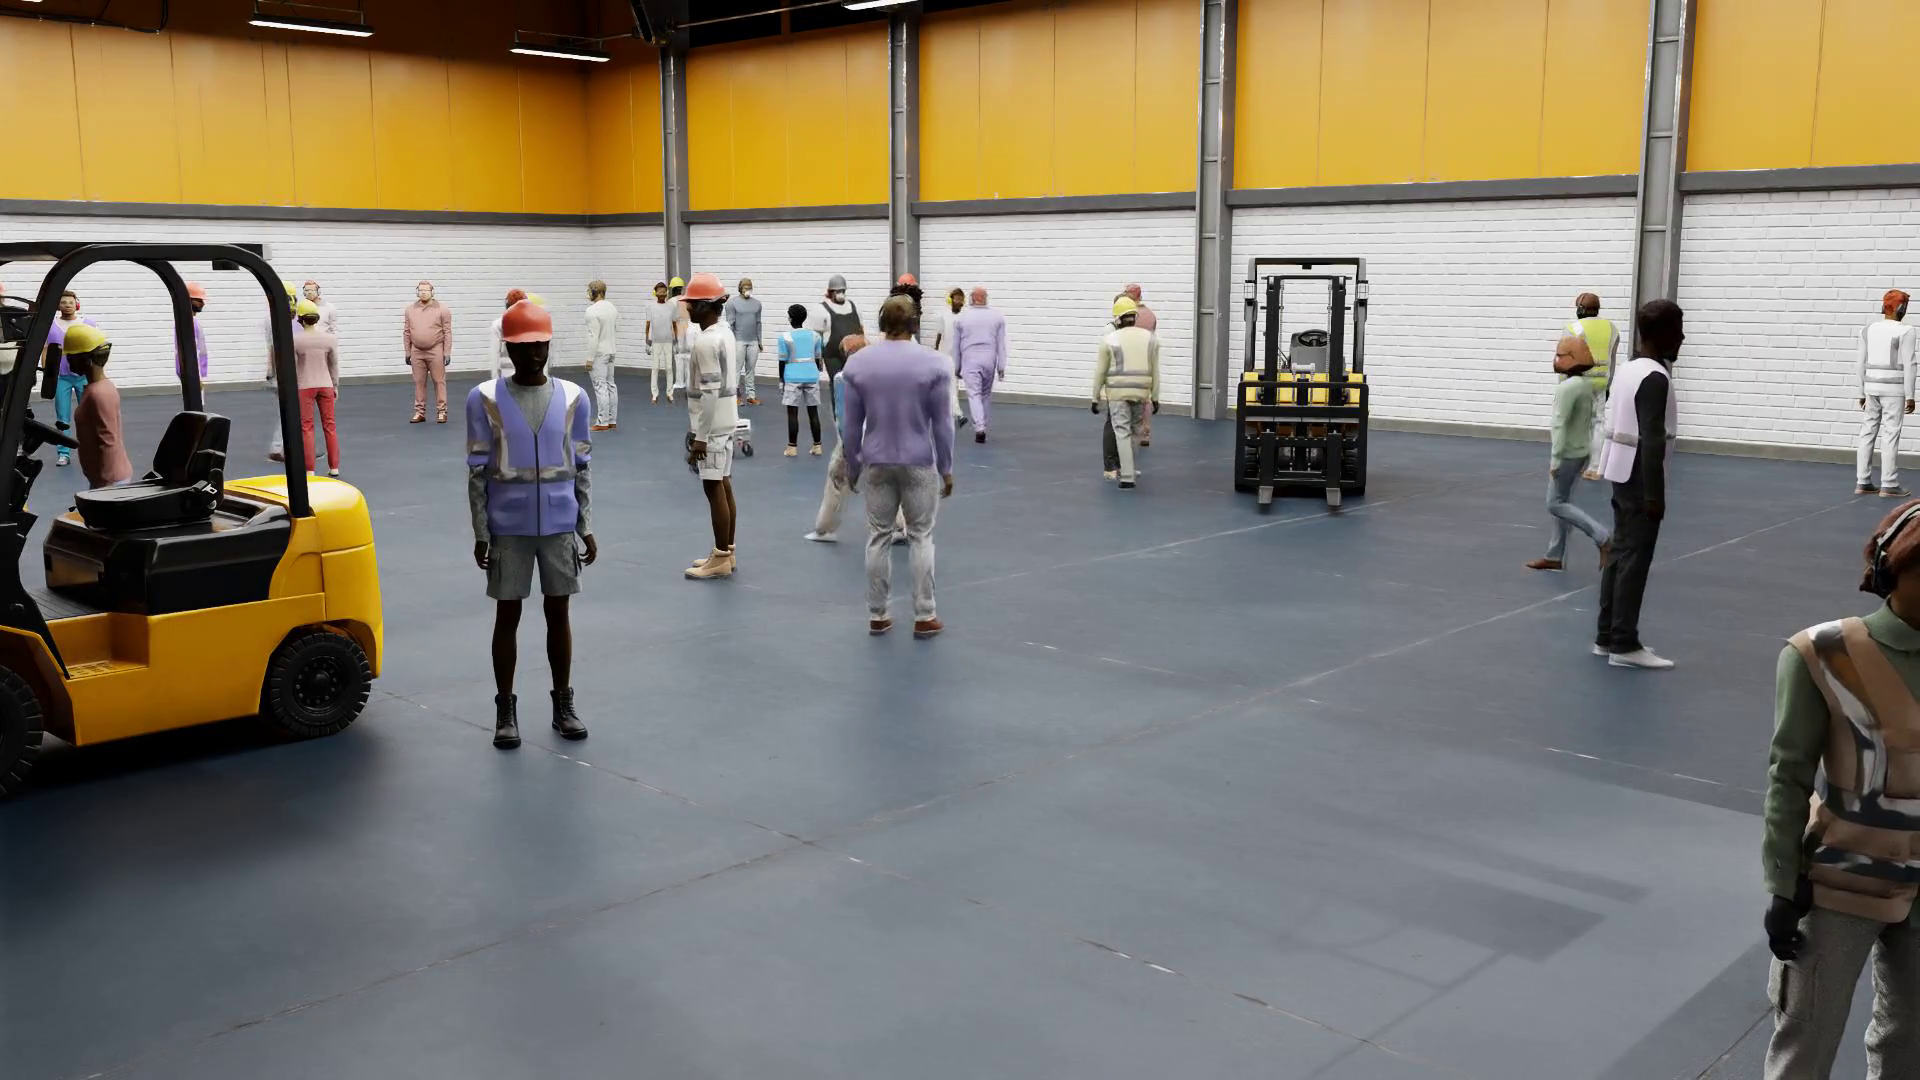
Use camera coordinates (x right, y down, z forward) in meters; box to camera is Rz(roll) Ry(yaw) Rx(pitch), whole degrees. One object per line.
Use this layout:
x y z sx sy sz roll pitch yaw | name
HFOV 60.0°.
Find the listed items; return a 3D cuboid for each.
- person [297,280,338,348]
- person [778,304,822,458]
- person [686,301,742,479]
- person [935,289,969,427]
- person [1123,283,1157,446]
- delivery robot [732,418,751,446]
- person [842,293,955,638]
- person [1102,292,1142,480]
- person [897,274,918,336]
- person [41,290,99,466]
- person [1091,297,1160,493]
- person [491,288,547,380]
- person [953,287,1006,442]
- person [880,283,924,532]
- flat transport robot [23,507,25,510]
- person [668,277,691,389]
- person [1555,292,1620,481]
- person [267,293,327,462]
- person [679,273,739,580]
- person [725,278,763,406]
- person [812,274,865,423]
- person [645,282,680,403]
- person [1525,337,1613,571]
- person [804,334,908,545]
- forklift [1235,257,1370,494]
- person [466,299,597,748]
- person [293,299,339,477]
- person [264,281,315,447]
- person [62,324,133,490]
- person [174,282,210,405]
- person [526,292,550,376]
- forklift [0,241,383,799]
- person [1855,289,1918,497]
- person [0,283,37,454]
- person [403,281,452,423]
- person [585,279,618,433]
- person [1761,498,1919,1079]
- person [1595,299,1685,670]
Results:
-9.028 -2.665 23.265 0.643 1.909 0.410 -2 10 -14 | person
-1.762 -1.751 18.347 0.537 1.691 0.324 -5 11 -29 | person
-2.405 -1.547 16.360 0.400 1.922 0.549 5 11 29 | person
-0.039 -2.405 21.988 0.541 1.801 0.988 -4 10 -25 | person
1.993 -2.018 19.309 0.399 1.905 0.643 8 12 42 | person
-2.639 -1.249 18.426 0.477 0.478 0.707 -9 13 -44 | delivery robot
-0.339 -0.411 9.348 0.635 1.936 0.356 2 9 11 | person
1.601 -1.514 16.396 0.345 1.845 0.508 6 11 35 | person
-0.841 -3.187 26.196 0.377 1.995 0.608 0 9 1 | person
-9.365 -1.706 17.555 0.565 1.850 0.390 -5 10 -27 | person
1.520 -1.360 15.569 0.619 1.811 0.679 -3 10 -18 | person
-4.694 -1.744 17.732 0.577 1.875 0.516 -3 10 -16 | person
0.244 -2.111 20.023 0.627 1.861 0.924 -2 9 -13 | person
-0.448 -1.002 12.883 0.367 1.964 0.609 -3 10 -17 | person
-7.828 -0.175 12.997 0.652 0.197 1.431 -3 10 -18 | flat transport robot
-4.863 -3.580 28.807 0.375 1.929 0.585 6 11 32 | person
6.096 -1.490 16.260 0.621 1.845 0.429 -3 10 -17 | person
-7.144 -1.730 17.826 0.692 1.814 0.600 0 9 -2 | person
-1.679 -0.754 11.131 0.374 2.044 0.605 1 9 3 | person
-3.255 -2.999 25.218 0.631 1.939 0.372 -8 12 -40 | person
-1.555 -2.434 21.437 0.700 2.000 0.823 -7 11 -35 | person
-4.596 -3.039 25.679 0.531 1.867 0.316 -3 10 -17 | person
4.167 -0.558 11.230 0.585 1.611 0.509 7 11 36 | person
-0.742 -0.746 12.482 0.861 1.597 0.506 7 12 37 | person
3.309 -1.629 16.029 1.214 2.155 2.313 2 9 11 | forklift
-1.854 -0.070 7.253 0.543 1.939 0.360 -4 10 -25 | person
-6.410 -1.489 16.476 0.525 1.772 0.308 -9 13 -43 | person
-7.797 -2.044 19.385 0.585 1.928 0.370 -9 13 -43 | person
-4.854 -0.333 9.402 0.326 1.764 0.529 -5 10 -27 | person
-8.083 -1.753 17.587 0.375 1.932 0.549 -5 11 -30 | person
-4.910 -1.988 19.439 0.835 1.809 0.586 -2 9 -12 | person
-3.706 -0.171 7.093 1.214 2.155 2.313 9 13 43 | forklift
8.453 -1.335 15.169 0.355 1.887 0.573 -4 10 -22 | person
-10.365 -1.832 18.015 0.610 1.943 0.977 -4 10 -23 | person
-7.168 -2.522 22.369 0.650 1.913 0.409 0 9 1 | person
-4.555 -2.323 21.066 0.372 1.940 0.631 2 10 14 | person
1.848 0.721 3.319 0.514 1.640 0.309 0 9 -1 | person
3.544 -0.295 8.699 0.373 1.916 0.596 1 9 9 | person
